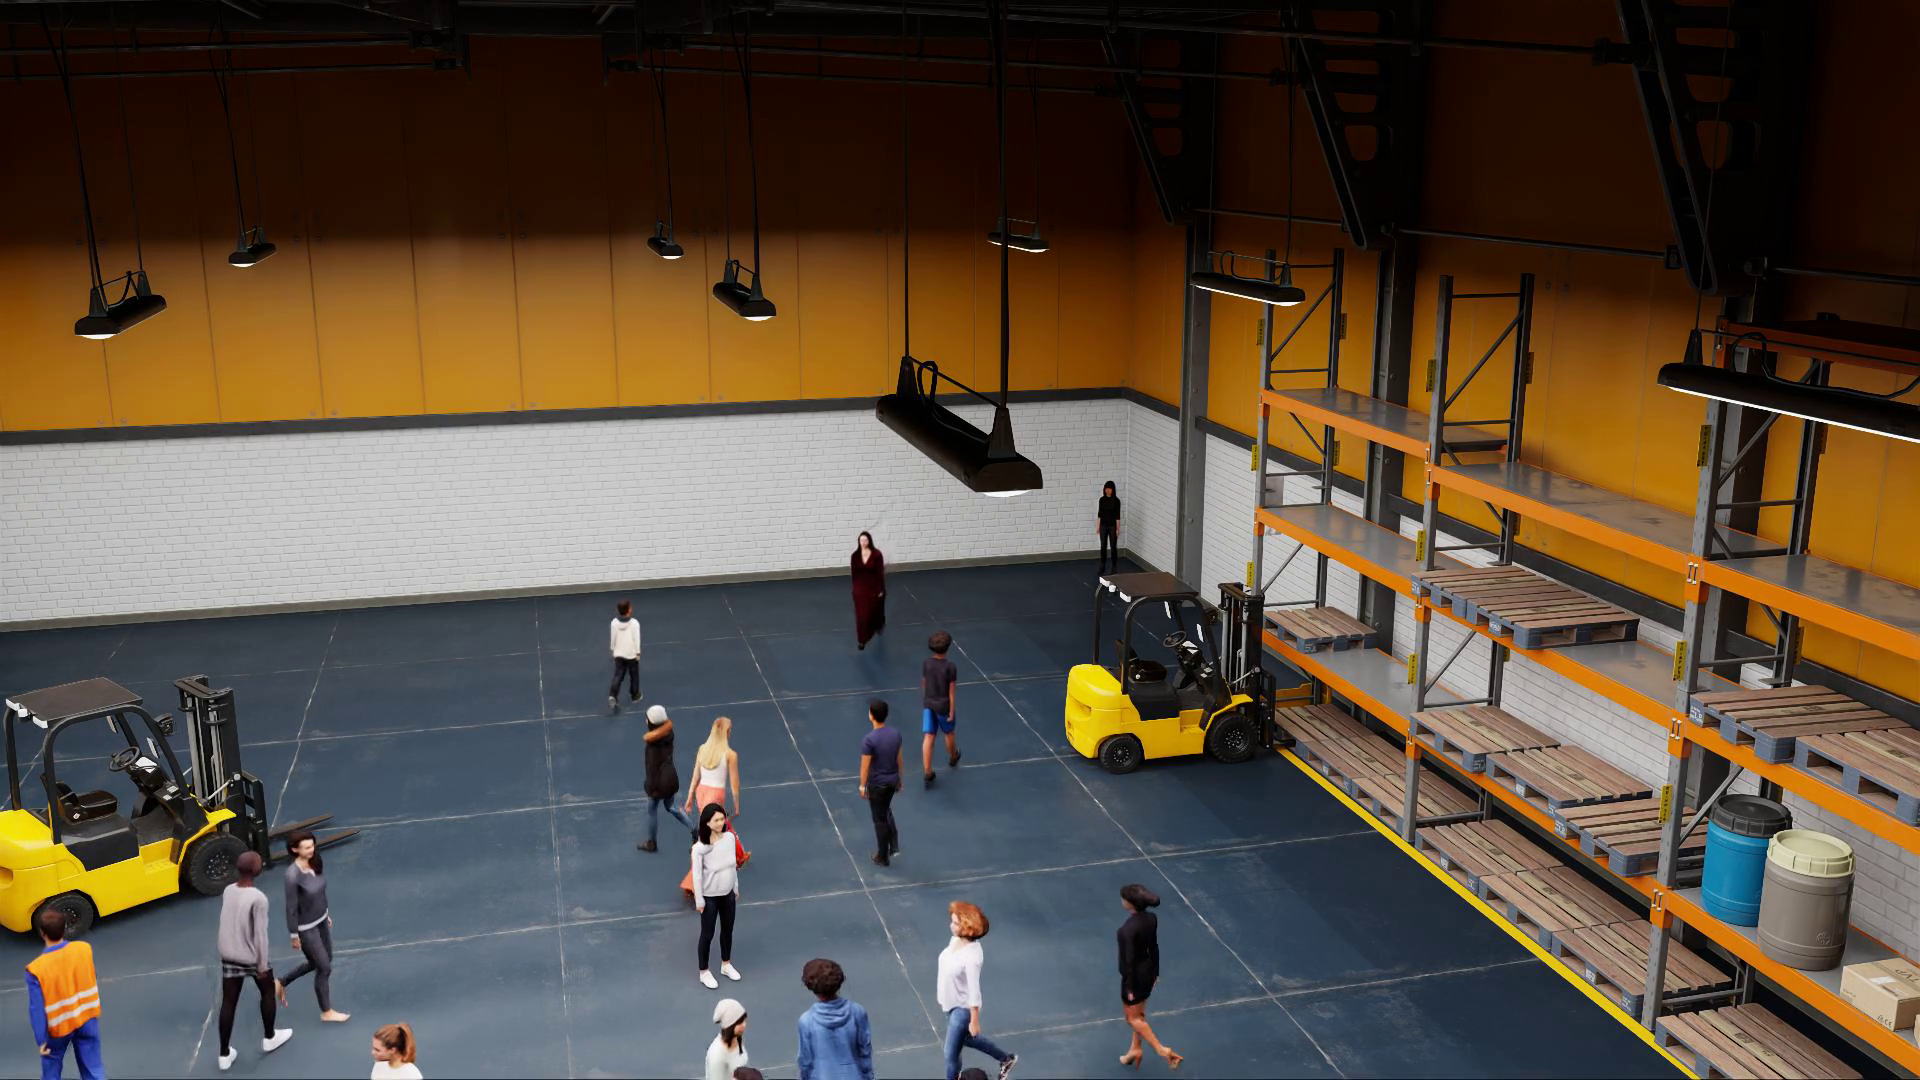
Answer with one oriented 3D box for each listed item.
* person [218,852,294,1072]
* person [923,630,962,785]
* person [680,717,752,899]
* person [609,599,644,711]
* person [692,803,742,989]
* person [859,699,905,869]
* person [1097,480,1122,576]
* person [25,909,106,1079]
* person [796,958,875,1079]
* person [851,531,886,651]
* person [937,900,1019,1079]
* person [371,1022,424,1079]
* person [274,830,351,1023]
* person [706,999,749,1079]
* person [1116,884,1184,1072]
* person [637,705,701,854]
[{"bbox_3d":[-5.810,3.402,13.378,0.885,1.733,1.001,4,14,16],"label":"person"},{"bbox_3d":[-0.291,1.975,19.255,1.049,1.740,1.244,5,14,18],"label":"person"},{"bbox_3d":[-2.504,2.679,16.387,1.272,1.721,1.291,8,16,30],"label":"person"},{"bbox_3d":[-4.416,1.513,21.813,0.864,1.434,1.027,3,14,14],"label":"person"},{"bbox_3d":[-2.152,3.106,14.671,0.699,1.700,0.686,13,19,43],"label":"person"},{"bbox_3d":[-0.738,2.506,16.962,0.766,1.786,0.771,-11,17,-38],"label":"person"},{"bbox_3d":[2.564,-0.228,28.564,0.637,1.641,0.682,6,15,24],"label":"person"},{"bbox_3d":[-6.514,3.625,12.256,1.208,1.827,1.068,12,18,40],"label":"person"},{"bbox_3d":[-0.849,3.816,11.557,0.696,1.785,0.638,-1,14,-5],"label":"person"},{"bbox_3d":[-1.321,0.721,24.439,0.889,1.737,1.070,2,14,8],"label":"person"},{"bbox_3d":[0.108,3.561,12.805,0.681,1.694,0.949,-3,14,-12],"label":"person"},{"bbox_3d":[-3.701,3.974,11.031,0.661,1.725,0.743,10,17,35],"label":"person"},{"bbox_3d":[-5.552,3.247,13.989,0.854,1.747,0.960,0,14,2],"label":"person"},{"bbox_3d":[-1.683,3.904,11.517,0.813,1.632,0.743,4,14,16],"label":"person"},{"bbox_3d":[1.482,3.520,13.134,0.968,1.618,0.870,11,18,39],"label":"person"},{"bbox_3d":[-3.032,2.516,17.292,1.018,1.613,1.038,5,14,19],"label":"person"}]
